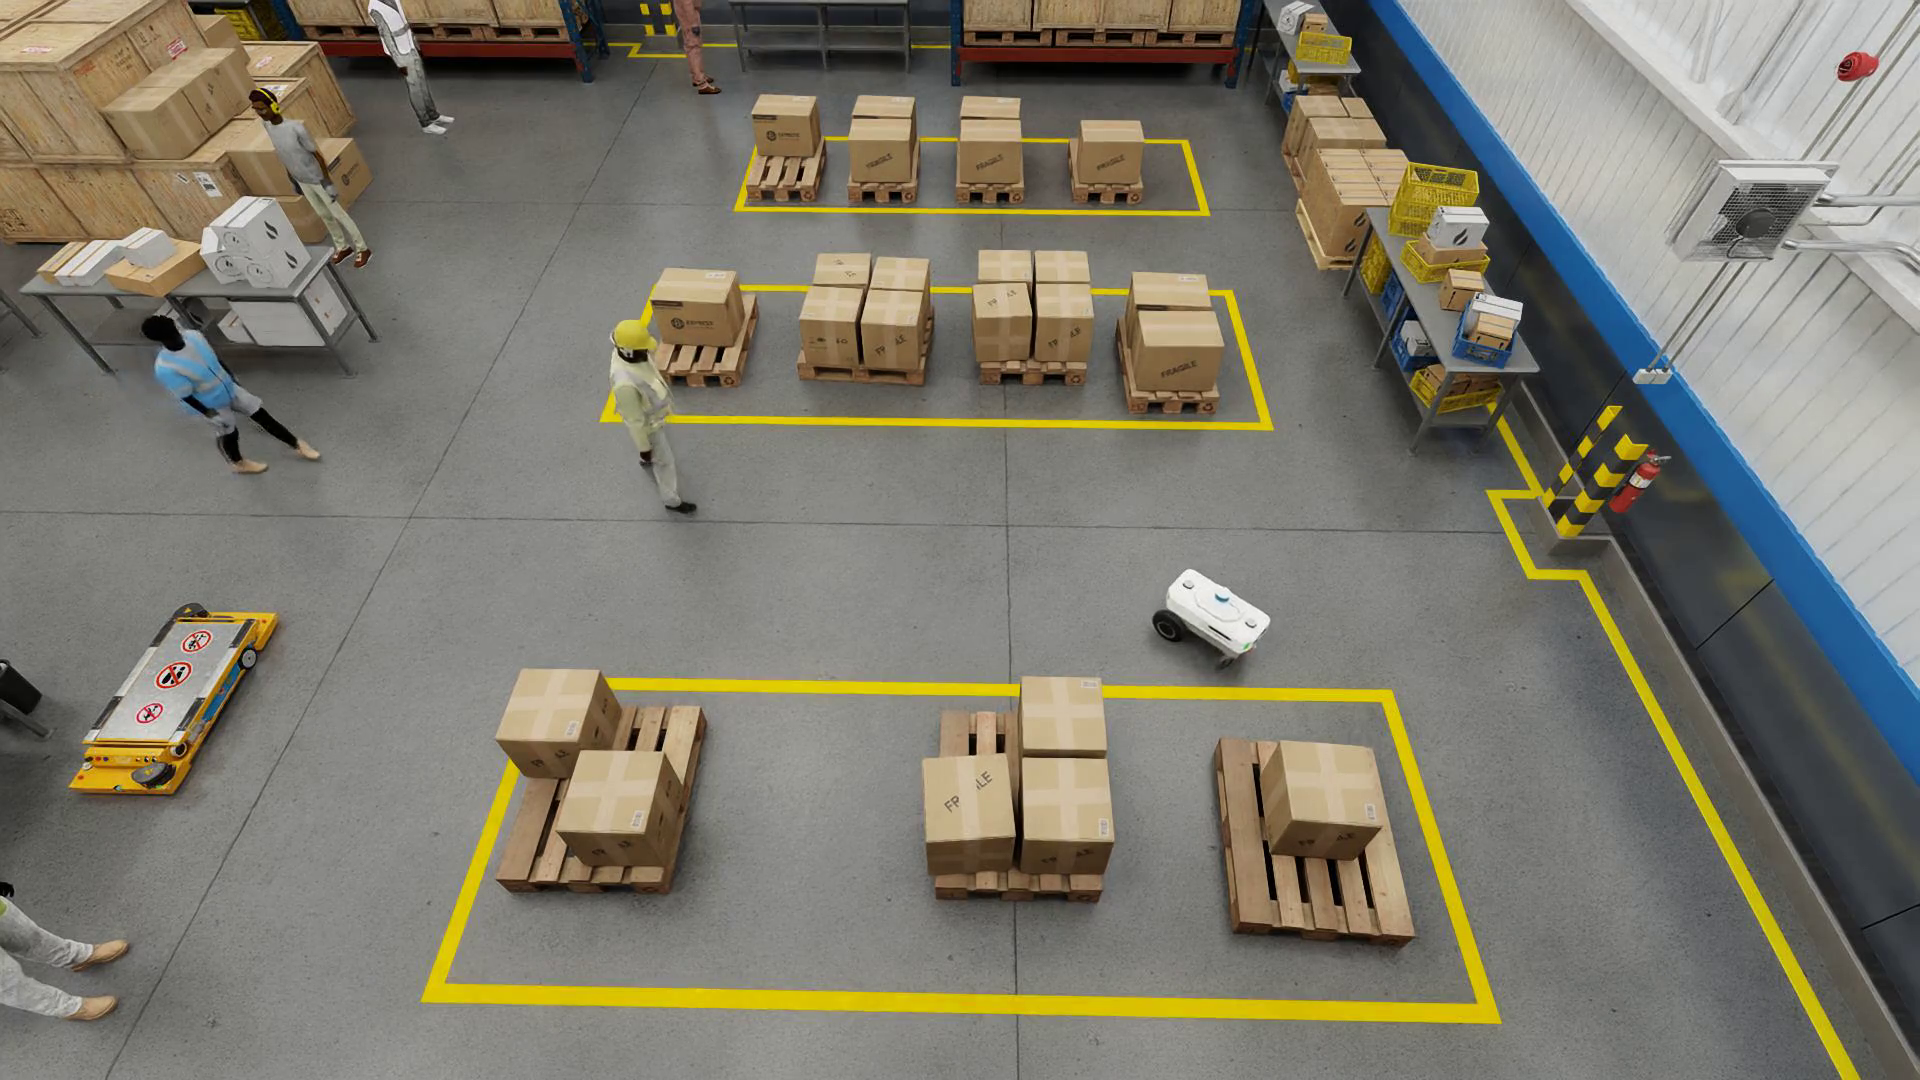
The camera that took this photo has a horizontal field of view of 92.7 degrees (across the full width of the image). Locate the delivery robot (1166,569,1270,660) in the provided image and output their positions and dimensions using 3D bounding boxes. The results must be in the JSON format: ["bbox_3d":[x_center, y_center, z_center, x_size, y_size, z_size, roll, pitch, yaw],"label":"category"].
[{"bbox_3d":[1.865,0.525,6.661,0.707,0.478,0.477,34,58,25],"label":"delivery robot"}]

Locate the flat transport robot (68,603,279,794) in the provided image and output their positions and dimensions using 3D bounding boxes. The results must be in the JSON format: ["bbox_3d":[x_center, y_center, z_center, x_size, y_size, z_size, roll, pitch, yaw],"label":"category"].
[{"bbox_3d":[-5.504,1.072,6.442,0.652,0.197,1.431,1,50,1],"label":"flat transport robot"}]

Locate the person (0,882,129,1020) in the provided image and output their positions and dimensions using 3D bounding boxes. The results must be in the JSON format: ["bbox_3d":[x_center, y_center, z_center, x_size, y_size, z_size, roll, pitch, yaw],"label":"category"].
[{"bbox_3d":[-5.054,1.985,4.647,0.429,1.846,0.626,-15,51,-12],"label":"person"}]

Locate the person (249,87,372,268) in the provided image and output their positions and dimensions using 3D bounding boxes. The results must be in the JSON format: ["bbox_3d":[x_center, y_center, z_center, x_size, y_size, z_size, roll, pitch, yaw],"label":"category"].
[{"bbox_3d":[-6.685,-3.688,9.432,0.518,1.868,0.328,11,51,9],"label":"person"}]

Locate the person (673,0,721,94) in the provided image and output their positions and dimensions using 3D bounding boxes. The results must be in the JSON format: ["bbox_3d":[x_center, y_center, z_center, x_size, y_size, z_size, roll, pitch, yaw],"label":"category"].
[{"bbox_3d":[-3.582,-6.976,12.189,0.407,1.908,0.642,-19,52,-15],"label":"person"}]

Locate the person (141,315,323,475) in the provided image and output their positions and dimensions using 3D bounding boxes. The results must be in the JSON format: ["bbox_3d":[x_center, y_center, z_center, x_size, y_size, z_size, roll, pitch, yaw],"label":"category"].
[{"bbox_3d":[-5.977,-1.150,7.421,0.741,1.646,0.569,3,50,3],"label":"person"}]

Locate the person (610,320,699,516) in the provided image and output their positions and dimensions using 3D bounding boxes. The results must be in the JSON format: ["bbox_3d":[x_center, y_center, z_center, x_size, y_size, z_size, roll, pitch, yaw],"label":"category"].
[{"bbox_3d":[-2.479,-1.003,7.211,0.536,1.797,0.785,-7,50,-6],"label":"person"}]

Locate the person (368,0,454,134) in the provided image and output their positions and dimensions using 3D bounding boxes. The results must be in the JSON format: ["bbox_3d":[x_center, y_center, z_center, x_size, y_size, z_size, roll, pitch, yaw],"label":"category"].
[{"bbox_3d":[-6.937,-6.085,11.435,0.389,1.911,0.591,-1,50,-1],"label":"person"}]
